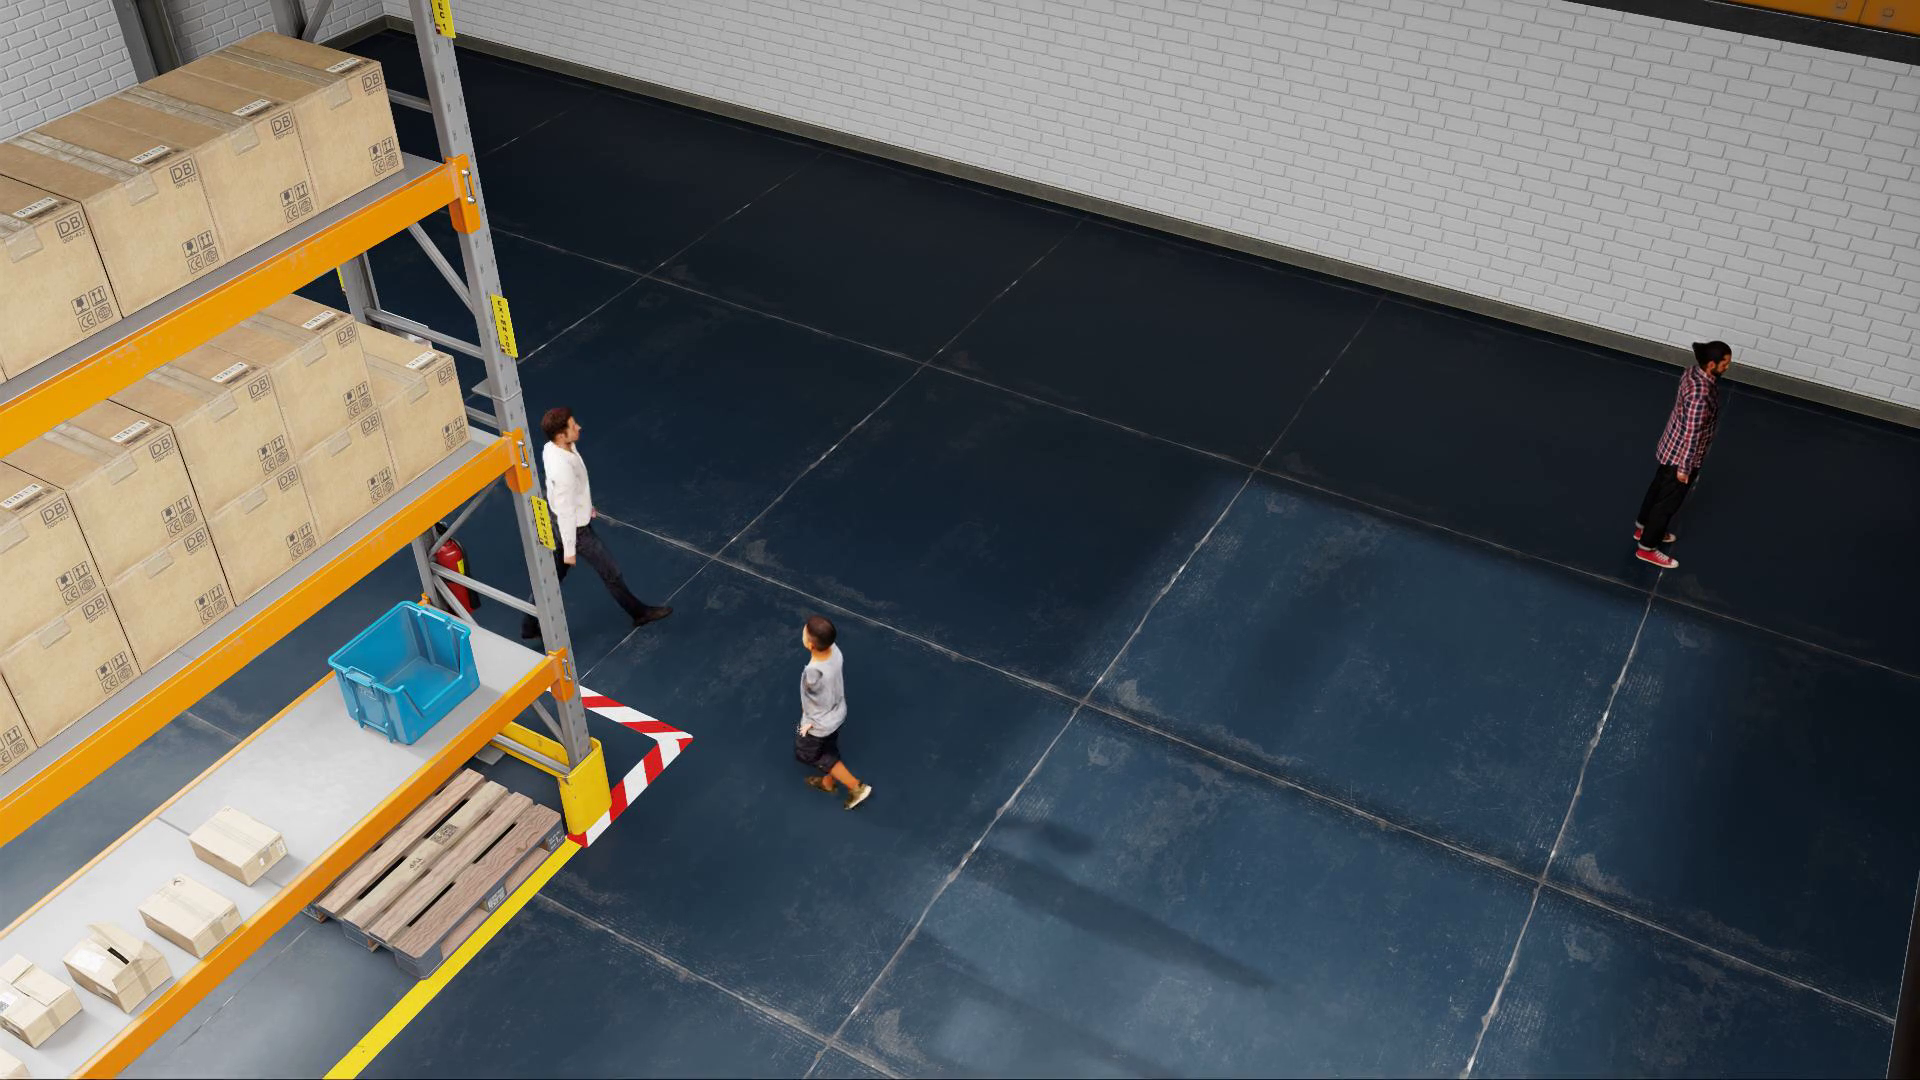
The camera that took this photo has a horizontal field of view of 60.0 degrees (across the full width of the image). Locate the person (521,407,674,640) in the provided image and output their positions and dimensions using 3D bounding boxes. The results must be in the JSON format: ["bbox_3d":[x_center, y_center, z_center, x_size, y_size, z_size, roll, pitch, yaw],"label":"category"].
[{"bbox_3d":[-2.611,-0.034,10.814,1.328,1.820,1.178,-14,41,-17],"label":"person"}]

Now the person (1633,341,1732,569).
[{"bbox_3d":[5.039,-0.629,11.607,0.813,1.760,0.631,9,39,11],"label":"person"}]

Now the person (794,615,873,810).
[{"bbox_3d":[-0.760,1.005,9.815,0.646,1.444,0.670,19,42,22],"label":"person"}]
